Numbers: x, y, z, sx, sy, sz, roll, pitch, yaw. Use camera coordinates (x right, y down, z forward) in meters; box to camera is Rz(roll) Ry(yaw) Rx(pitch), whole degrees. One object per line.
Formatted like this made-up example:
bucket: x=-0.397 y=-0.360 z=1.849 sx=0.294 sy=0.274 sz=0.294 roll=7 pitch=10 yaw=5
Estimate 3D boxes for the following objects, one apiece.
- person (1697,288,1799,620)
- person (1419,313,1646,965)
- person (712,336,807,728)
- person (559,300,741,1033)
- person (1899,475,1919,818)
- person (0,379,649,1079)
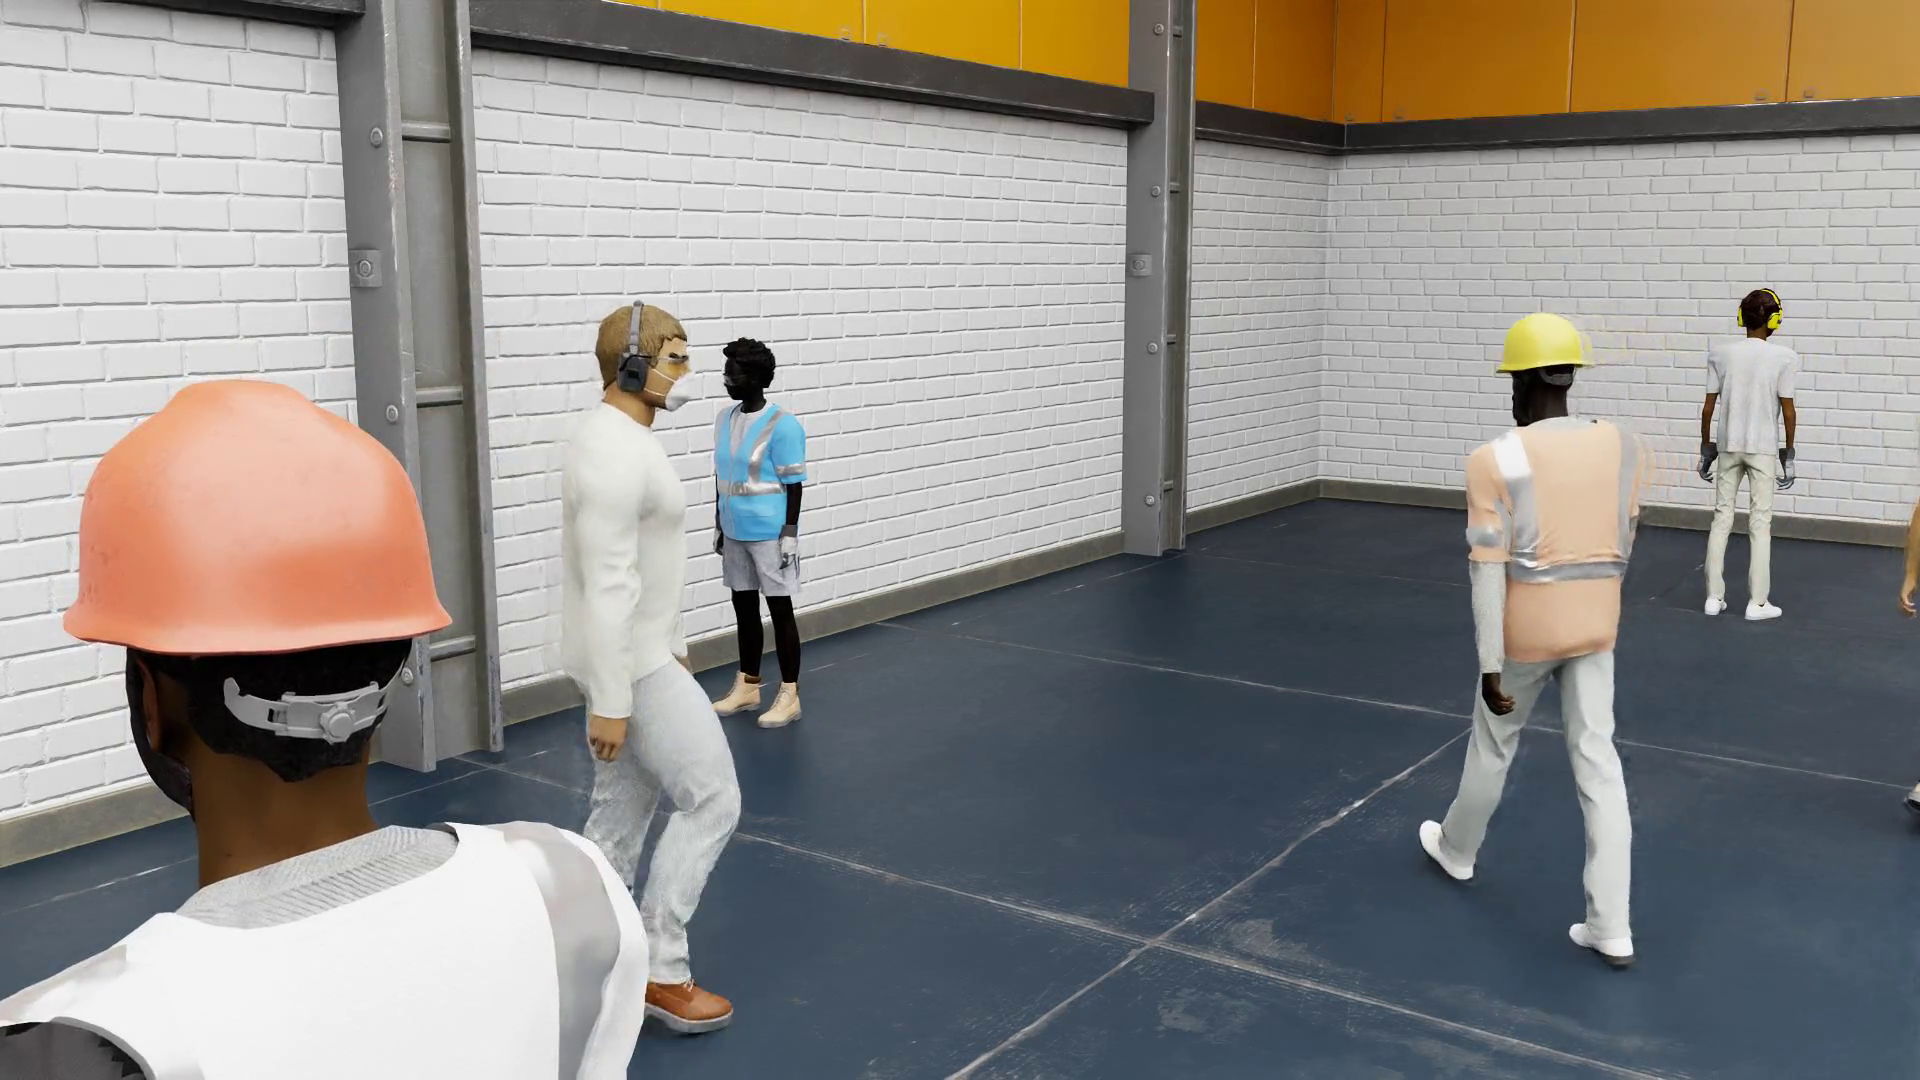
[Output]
person: x=4.464 y=-0.484 z=9.433 sx=0.534 sy=1.868 sz=0.309 roll=9 pitch=13 yaw=42
person: x=1.764 y=0.257 z=5.032 sx=0.596 sy=1.865 sz=1.015 roll=-2 pitch=10 yaw=-9
person: x=-0.887 y=-0.034 z=7.251 sx=0.538 sy=1.698 sz=0.319 roll=8 pitch=13 yaw=41
person: x=-0.798 y=0.343 z=4.374 sx=0.545 sy=1.923 sz=0.634 roll=-3 pitch=10 yaw=-15
person: x=3.698 y=0.125 z=6.024 sx=0.943 sy=1.810 sz=0.526 roll=-7 pitch=12 yaw=-35
person: x=-0.490 y=0.848 z=1.297 sx=0.360 sy=1.938 sz=0.545 roll=6 pitch=11 yaw=34
